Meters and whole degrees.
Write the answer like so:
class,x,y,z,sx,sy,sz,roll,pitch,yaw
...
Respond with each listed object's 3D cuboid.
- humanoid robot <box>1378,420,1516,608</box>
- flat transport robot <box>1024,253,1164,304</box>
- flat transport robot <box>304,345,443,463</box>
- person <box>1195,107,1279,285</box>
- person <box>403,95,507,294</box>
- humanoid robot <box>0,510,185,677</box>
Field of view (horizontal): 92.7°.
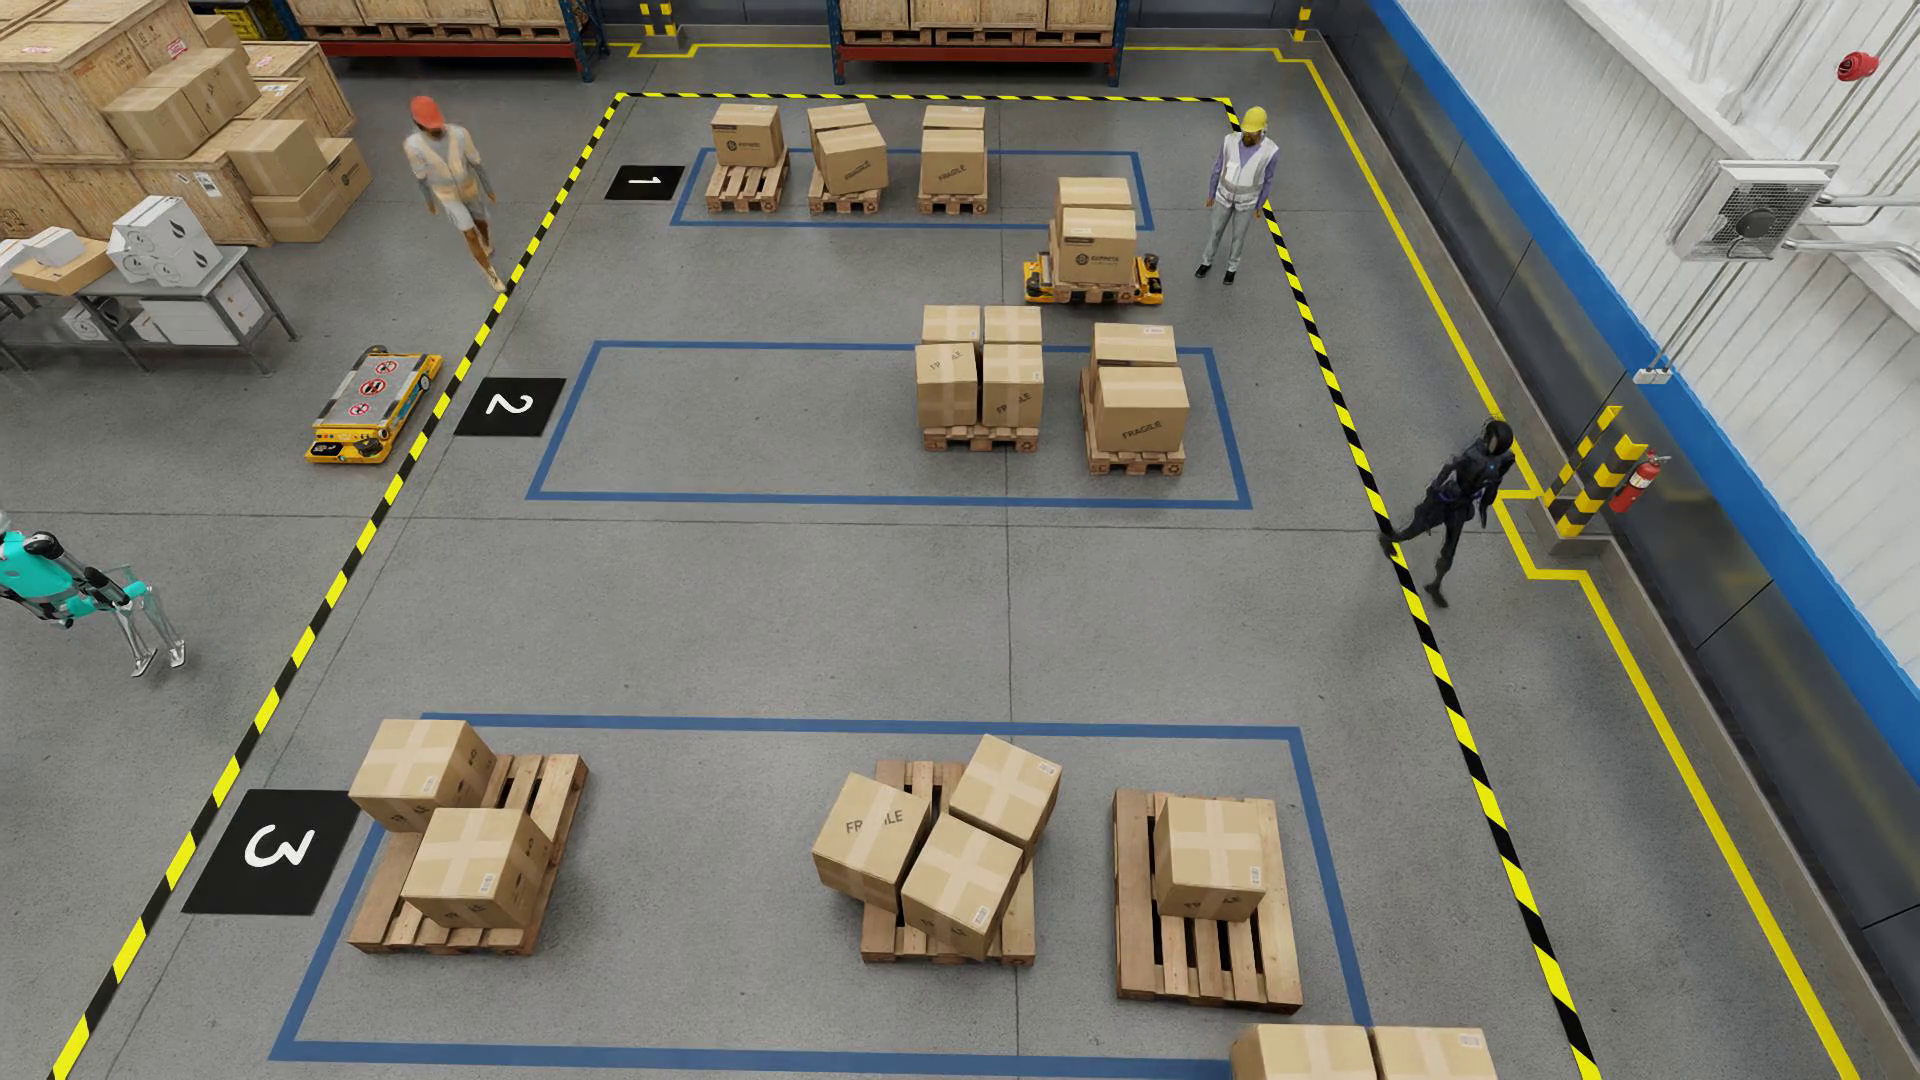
class,x,y,z,sx,sy,sz,roll,pitch,yaw
humanoid robot,3.589,-0.255,6.687,0.603,1.630,0.769,-7,50,-6
flat transport robot,1.405,-2.783,9.704,1.431,0.197,0.652,1,50,1
flat transport robot,-5.383,-1.269,8.441,0.659,0.231,1.431,1,50,1
person,2.795,-3.456,9.266,0.602,1.830,0.404,21,53,17
person,-5.091,-3.559,9.252,0.628,2.002,0.896,-30,56,-23
humanoid robot,-5.809,0.264,6.094,0.533,1.677,0.735,-12,51,-10
